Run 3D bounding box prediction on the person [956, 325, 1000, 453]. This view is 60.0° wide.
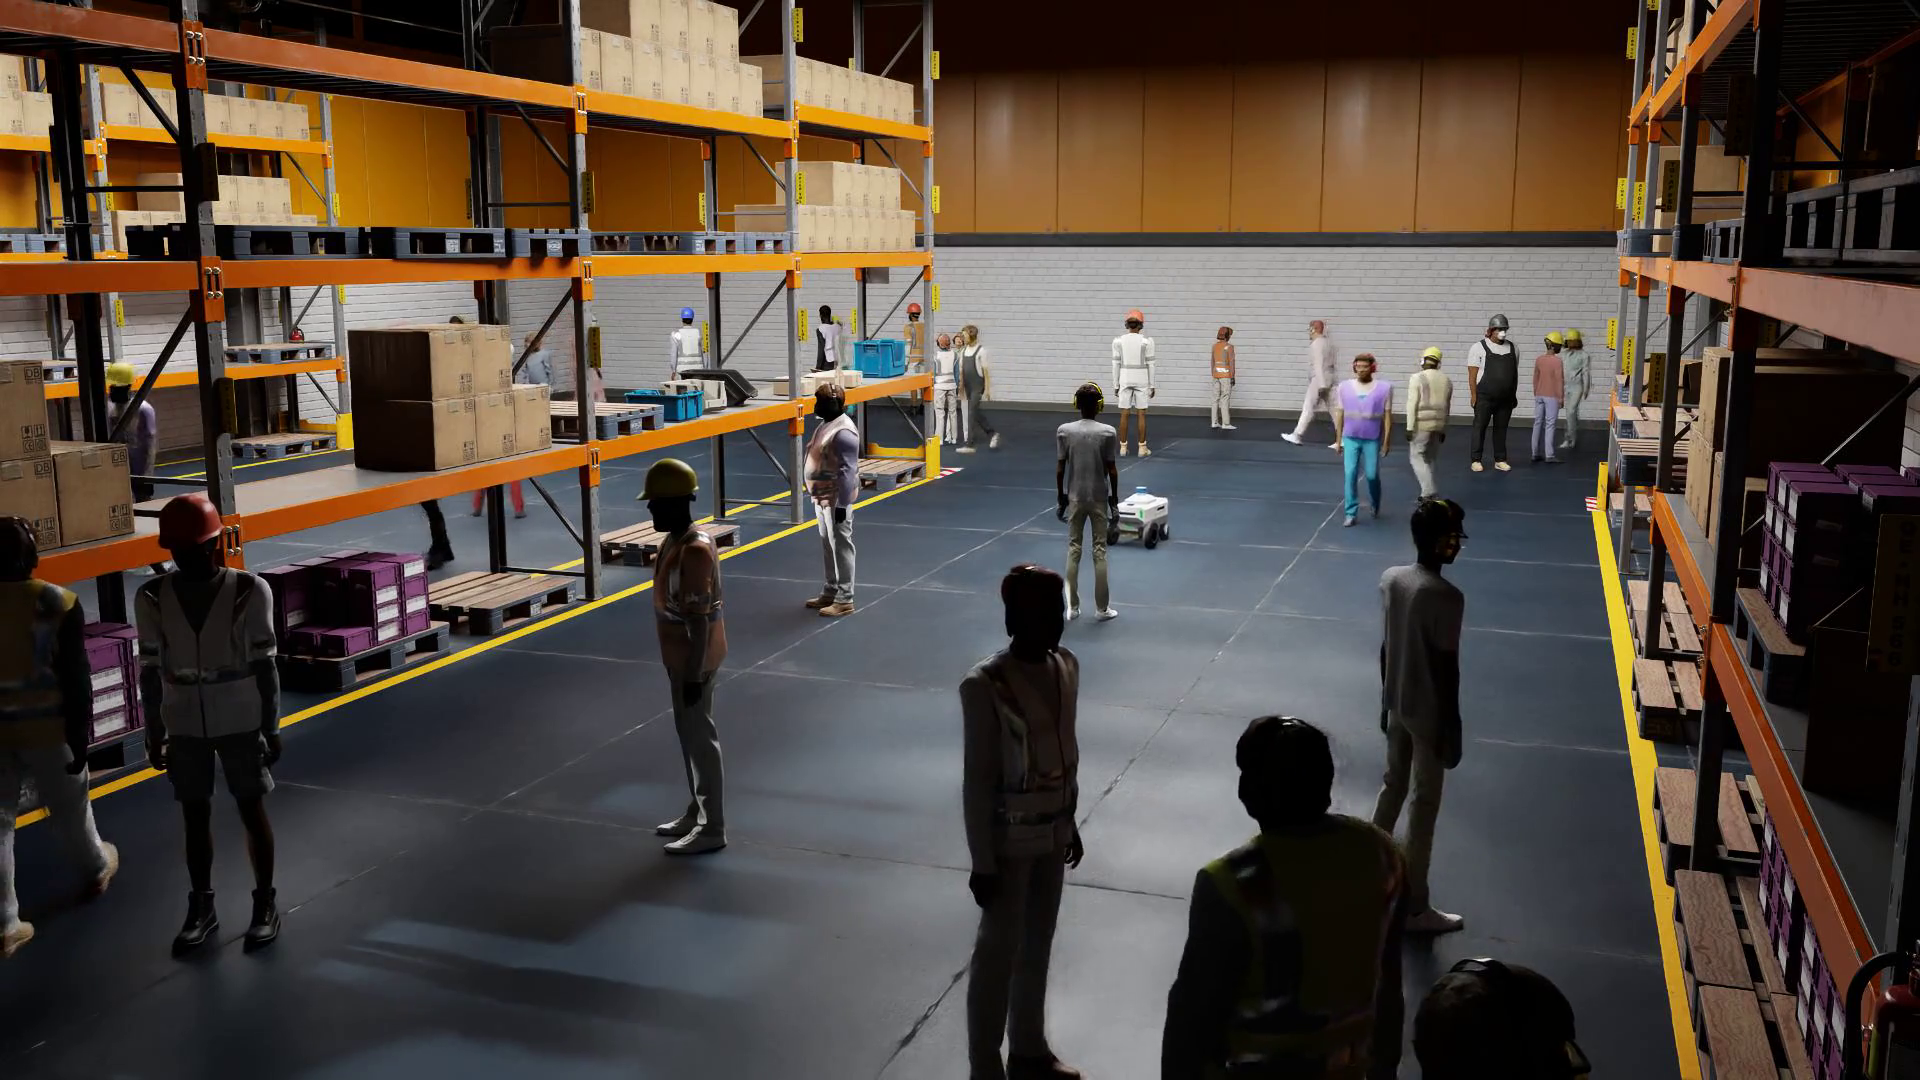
[{"bbox_3d":[0.262,-2.152,23.615,0.840,1.814,0.535,-8,13,-37],"label":"person"}]

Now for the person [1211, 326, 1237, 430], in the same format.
[{"bbox_3d":[4.184,-2.575,26.451,0.309,1.640,0.513,-6,12,-32],"label":"person"}]

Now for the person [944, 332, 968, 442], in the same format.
[{"bbox_3d":[-0.013,-2.278,24.780,0.513,1.640,0.309,1,10,6],"label":"person"}]

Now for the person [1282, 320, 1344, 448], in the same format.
[{"bbox_3d":[5.206,-2.249,24.072,1.059,1.838,0.649,8,13,37],"label":"person"}]

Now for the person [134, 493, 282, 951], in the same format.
[{"bbox_3d":[-3.093,0.758,6.873,0.544,1.929,0.383,-2,10,-10],"label":"person"}]

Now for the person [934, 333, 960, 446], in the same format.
[{"bbox_3d":[-0.233,-2.192,24.288,0.514,1.642,0.310,-6,11,-29],"label":"person"}]

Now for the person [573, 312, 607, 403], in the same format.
[{"bbox_3d":[-5.726,-2.639,26.167,0.934,1.867,0.645,-4,11,-21],"label":"person"}]

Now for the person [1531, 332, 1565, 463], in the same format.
[{"bbox_3d":[7.938,-1.912,22.387,0.336,1.759,0.523,-4,11,-22],"label":"person"}]

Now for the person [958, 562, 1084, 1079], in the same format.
[{"bbox_3d":[0.219,1.003,5.609,0.337,1.882,0.584,8,13,37],"label":"person"}]

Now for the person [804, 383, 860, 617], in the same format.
[{"bbox_3d":[-1.019,-0.321,13.193,0.429,1.844,0.622,-4,11,-21],"label":"person"}]

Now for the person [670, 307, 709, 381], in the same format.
[{"bbox_3d":[-4.245,-2.672,26.122,0.602,1.949,0.392,-4,11,-19],"label":"person"}]

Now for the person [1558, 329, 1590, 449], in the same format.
[{"bbox_3d":[8.728,-2.154,23.851,0.755,1.717,0.488,-6,12,-29],"label":"person"}]

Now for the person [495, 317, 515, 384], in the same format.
[{"bbox_3d":[-6.346,-2.065,22.657,0.610,1.964,0.365,-5,11,-26],"label":"person"}]

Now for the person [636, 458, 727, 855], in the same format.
[{"bbox_3d":[-1.338,0.558,8.040,0.401,1.919,0.581,-4,11,-22],"label":"person"}]

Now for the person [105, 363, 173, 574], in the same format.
[{"bbox_3d":[-7.365,-0.612,14.730,0.646,1.909,0.539,2,10,13],"label":"person"}]

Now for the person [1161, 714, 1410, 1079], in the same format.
[{"bbox_3d":[0.750,1.306,4.163,0.648,1.798,0.876,-6,12,-32],"label":"person"}]

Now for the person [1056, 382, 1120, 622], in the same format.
[{"bbox_3d":[0.996,-0.296,12.963,0.520,1.873,0.328,4,11,20],"label":"person"}]

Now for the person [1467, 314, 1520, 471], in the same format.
[{"bbox_3d":[6.939,-1.901,21.528,0.684,2.000,0.538,-2,10,-9],"label":"person"}]

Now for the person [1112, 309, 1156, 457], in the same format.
[{"bbox_3d":[2.412,-2.172,23.042,0.608,2.045,0.369,3,11,19],"label":"person"}]

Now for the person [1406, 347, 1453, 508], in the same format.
[{"bbox_3d":[5.290,-1.260,18.655,0.653,1.786,0.636,-5,11,-27],"label":"person"}]

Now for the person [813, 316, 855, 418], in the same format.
[{"bbox_3d":[-2.161,-2.941,28.287,0.926,1.716,0.529,6,12,32],"label":"person"}]

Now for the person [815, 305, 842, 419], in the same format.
[{"bbox_3d":[-2.211,-2.991,28.027,0.391,1.913,0.587,6,12,32],"label":"person"}]

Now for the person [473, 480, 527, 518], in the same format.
[{"bbox_3d":[-4.966,-1.109,17.902,0.573,1.753,0.375,-1,10,-4],"label":"person"}]

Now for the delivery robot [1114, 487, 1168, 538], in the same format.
[{"bbox_3d":[1.770,-0.278,16.304,0.477,0.478,0.707,5,12,28],"label":"delivery robot"}]

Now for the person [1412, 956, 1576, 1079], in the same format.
[{"bbox_3d":[0.729,1.536,2.459,0.372,1.940,0.630,-5,11,-28],"label":"person"}]

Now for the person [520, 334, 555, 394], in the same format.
[{"bbox_3d":[-6.442,-2.339,25.262,0.510,1.577,0.864,4,11,23],"label":"person"}]

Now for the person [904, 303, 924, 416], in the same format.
[{"bbox_3d":[-0.764,-3.084,28.538,0.439,1.938,0.552,9,13,40],"label":"person"}]

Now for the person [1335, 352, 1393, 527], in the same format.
[{"bbox_3d":[4.228,-1.059,17.398,0.567,1.830,0.591,4,11,24],"label":"person"}]

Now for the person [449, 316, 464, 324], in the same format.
[{"bbox_3d":[-7.642,-2.503,25.471,0.519,1.841,0.663,1,10,6],"label":"person"}]

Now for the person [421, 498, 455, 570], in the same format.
[{"bbox_3d":[-4.848,-0.681,15.133,0.373,1.883,0.654,-4,11,-21],"label":"person"}]

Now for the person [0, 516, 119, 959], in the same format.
[{"bbox_3d":[-3.979,0.783,7.101,0.627,1.799,0.932,-2,10,-12],"label":"person"}]

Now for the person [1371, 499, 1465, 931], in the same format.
[{"bbox_3d":[1.973,0.748,7.126,0.314,1.861,0.512,-5,11,-25],"label":"person"}]
